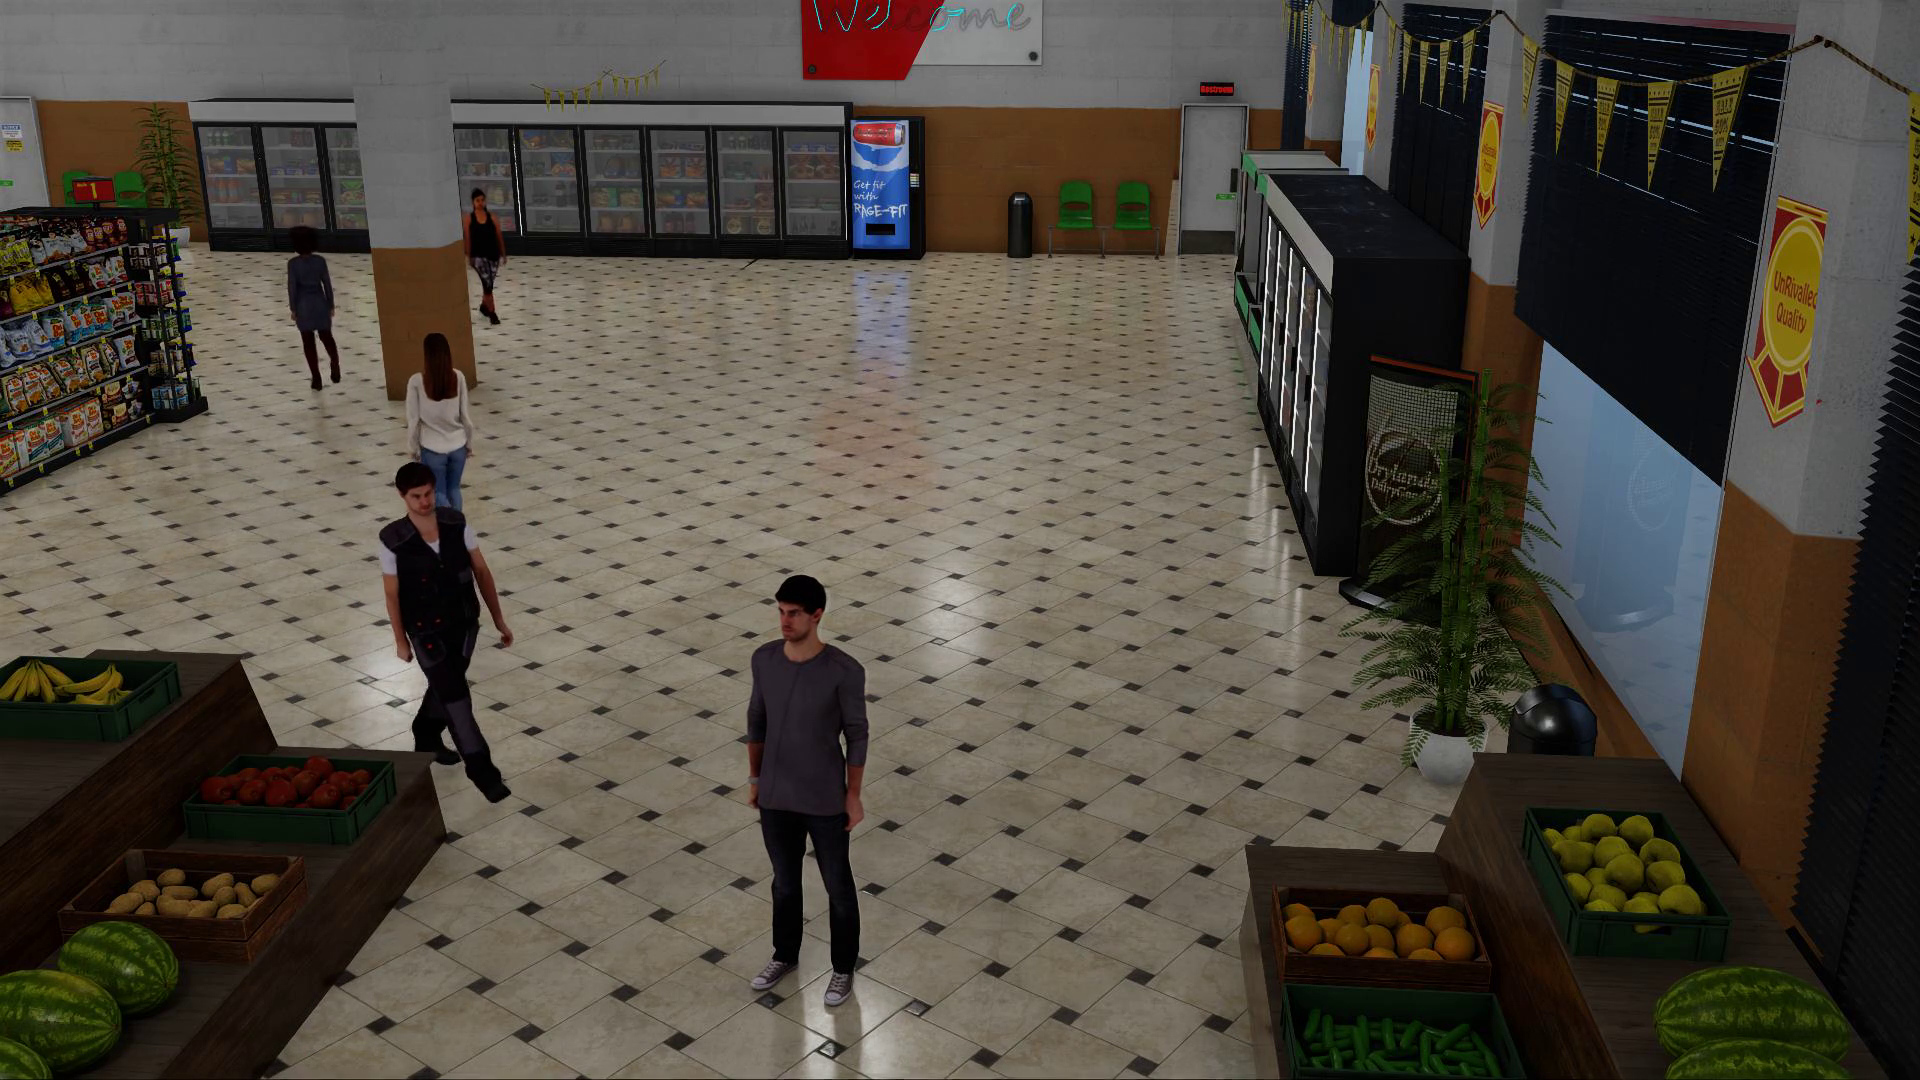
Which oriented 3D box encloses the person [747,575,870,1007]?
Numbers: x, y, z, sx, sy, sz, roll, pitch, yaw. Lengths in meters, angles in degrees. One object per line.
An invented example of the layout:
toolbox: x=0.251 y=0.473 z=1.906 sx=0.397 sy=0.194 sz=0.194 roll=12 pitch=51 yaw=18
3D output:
person: x=-0.631 y=1.019 z=6.868 sx=0.730 sy=1.853 sz=0.643 roll=7 pitch=20 yaw=20

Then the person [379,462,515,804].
person: x=-2.745 y=0.456 z=8.645 sx=1.176 sy=1.784 sz=1.235 roll=14 pitch=23 yaw=36

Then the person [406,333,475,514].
person: x=-3.736 y=-0.650 z=12.099 sx=0.960 sy=1.675 sz=1.075 roll=-11 pitch=22 yaw=-30

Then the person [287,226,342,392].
person: x=-6.633 y=-2.347 z=17.094 sx=0.858 sy=1.698 sz=0.931 roll=-14 pitch=23 yaw=-35

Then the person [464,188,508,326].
person: x=-5.922 y=-3.525 z=20.707 sx=0.995 sy=1.622 sz=1.136 roll=-11 pitch=22 yaw=-30
